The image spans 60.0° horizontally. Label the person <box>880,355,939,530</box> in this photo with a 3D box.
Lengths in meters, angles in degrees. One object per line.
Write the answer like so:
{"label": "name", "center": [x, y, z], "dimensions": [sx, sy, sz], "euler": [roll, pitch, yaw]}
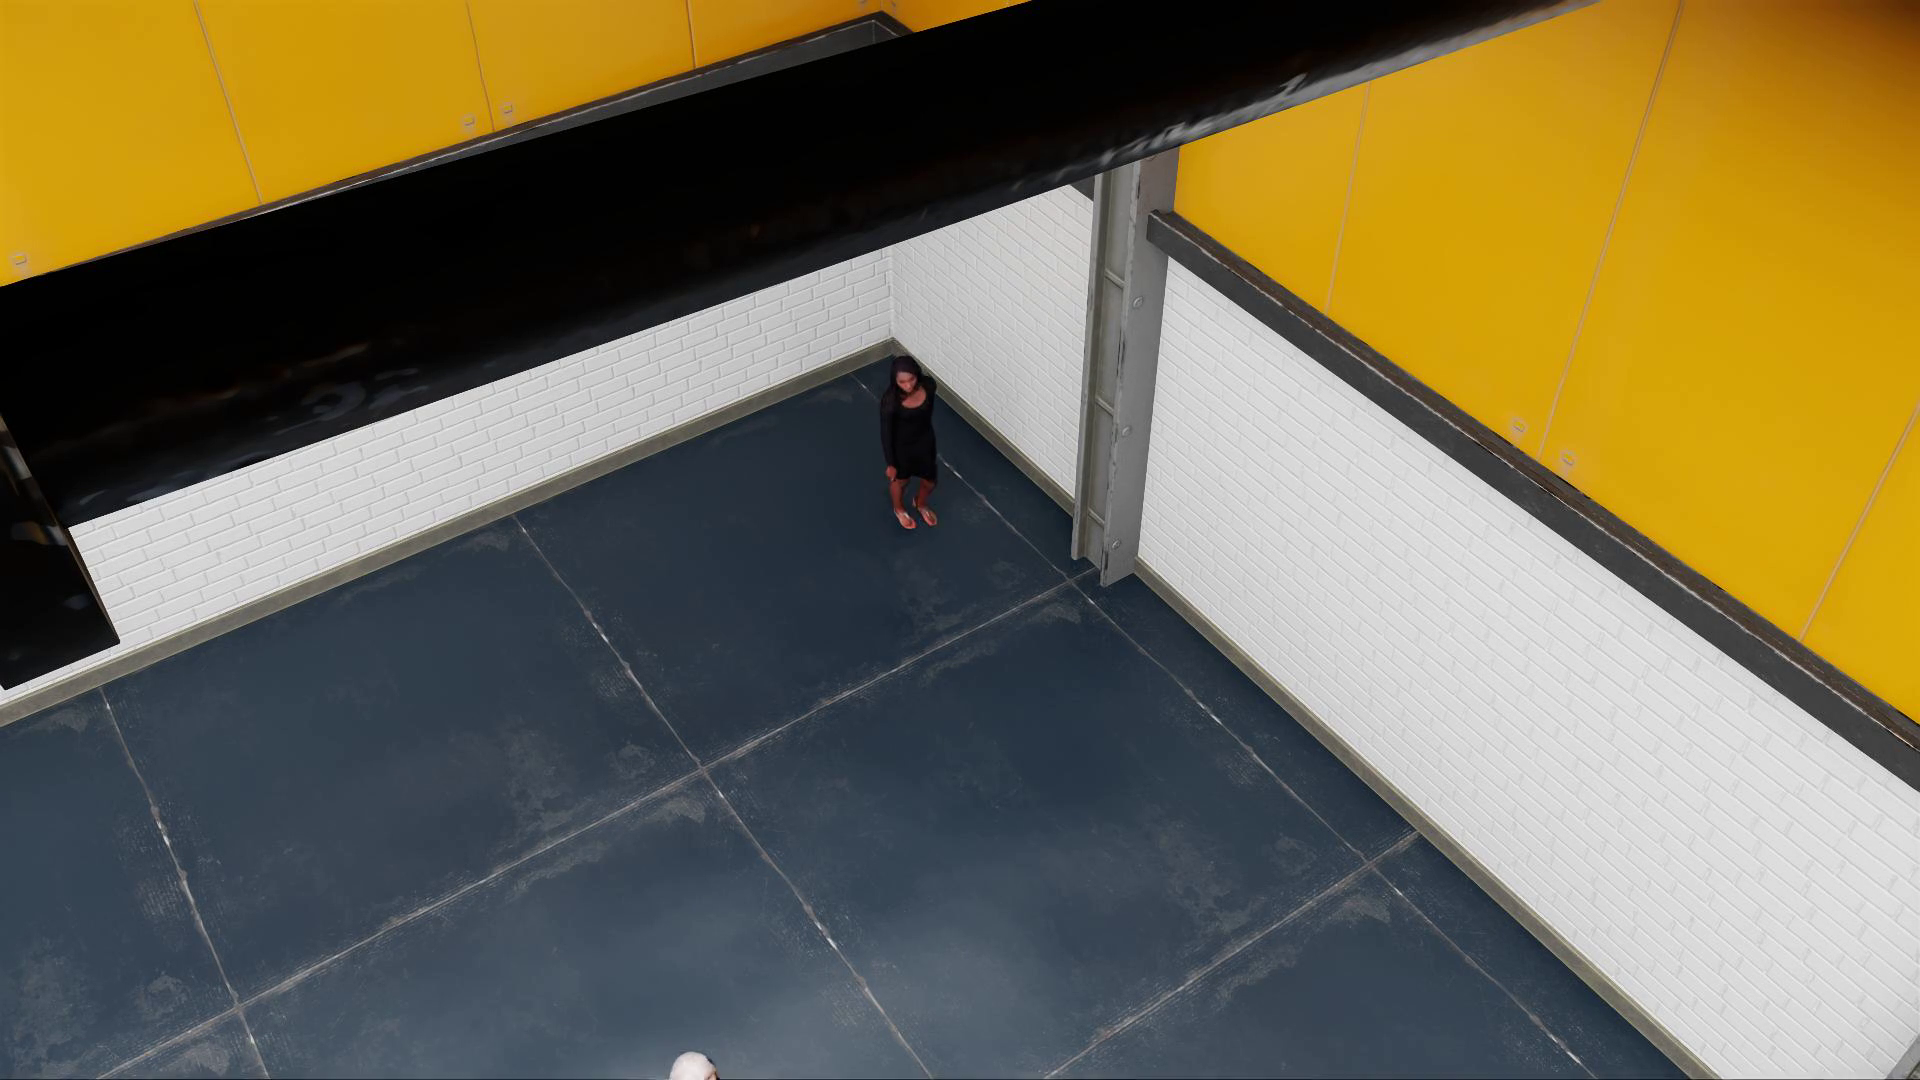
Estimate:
{"label": "person", "center": [-0.386, -0.706, 11.813], "dimensions": [0.653, 1.688, 0.679], "euler": [-29, 51, -27]}
